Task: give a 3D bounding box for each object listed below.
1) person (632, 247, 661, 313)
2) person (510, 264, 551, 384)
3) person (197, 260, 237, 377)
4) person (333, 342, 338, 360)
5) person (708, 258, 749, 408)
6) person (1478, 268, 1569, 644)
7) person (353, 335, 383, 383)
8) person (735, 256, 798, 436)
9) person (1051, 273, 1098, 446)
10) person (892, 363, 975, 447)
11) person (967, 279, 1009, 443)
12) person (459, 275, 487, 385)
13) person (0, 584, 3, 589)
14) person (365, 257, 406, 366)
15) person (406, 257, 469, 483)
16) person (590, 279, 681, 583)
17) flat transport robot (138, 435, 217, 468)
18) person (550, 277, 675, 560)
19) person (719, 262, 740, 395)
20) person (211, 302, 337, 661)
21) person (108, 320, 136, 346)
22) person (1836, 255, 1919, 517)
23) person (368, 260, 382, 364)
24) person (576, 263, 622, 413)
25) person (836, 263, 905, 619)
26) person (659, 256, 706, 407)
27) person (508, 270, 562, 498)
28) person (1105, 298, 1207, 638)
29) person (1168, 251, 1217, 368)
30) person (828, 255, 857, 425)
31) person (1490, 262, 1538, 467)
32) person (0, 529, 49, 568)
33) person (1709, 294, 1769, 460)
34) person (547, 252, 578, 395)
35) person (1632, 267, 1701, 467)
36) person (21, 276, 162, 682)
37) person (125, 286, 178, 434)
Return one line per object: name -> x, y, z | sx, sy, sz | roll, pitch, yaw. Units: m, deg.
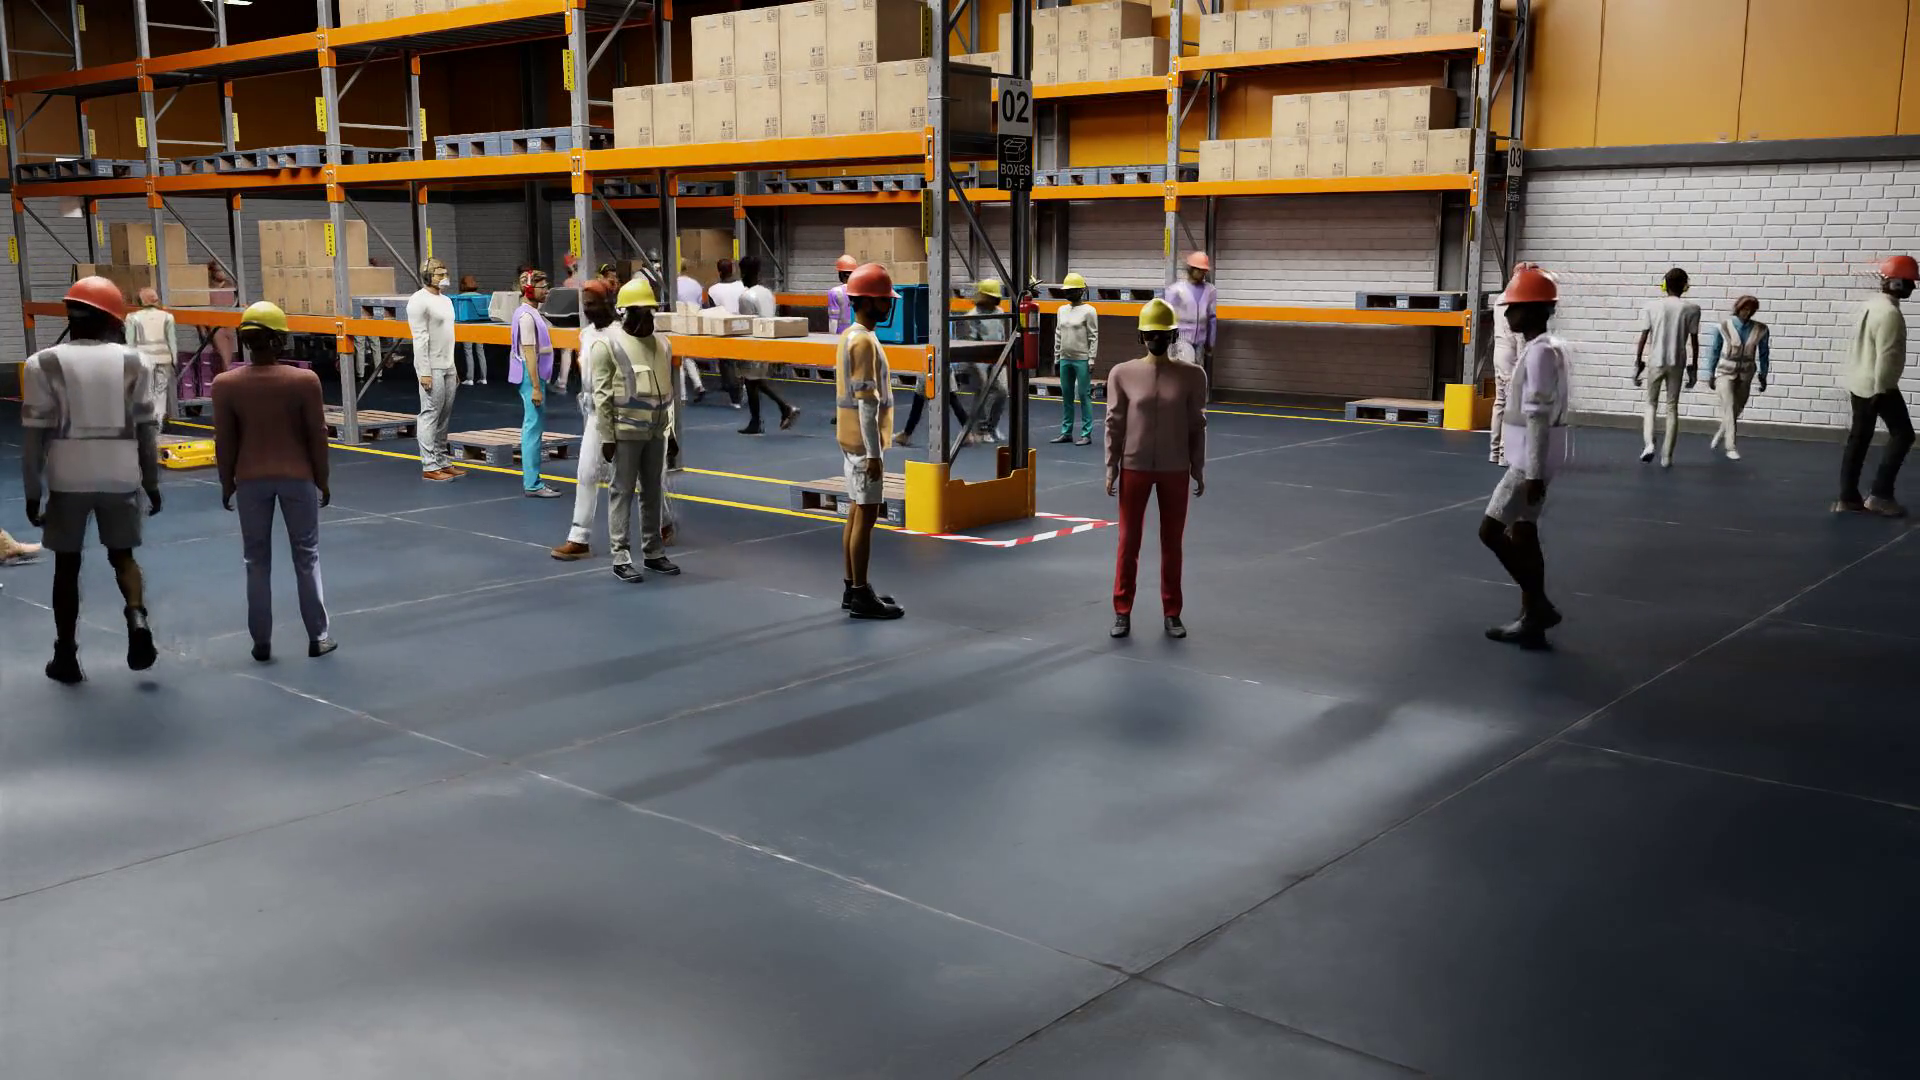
person -> -4.613, -3.412, 25.206 | 0.535, 2.000, 0.687 | 6, 12, 32
person -> -6.269, -3.151, 24.482 | 0.735, 1.782, 0.977 | 1, 10, 5
person -> -10.046, -2.872, 22.667 | 0.983, 1.866, 0.652 | 7, 12, 37
person -> -11.239, -4.083, 30.193 | 0.497, 1.632, 0.289 | 4, 11, 19
person -> -2.843, -2.588, 20.923 | 0.629, 1.896, 0.572 | -3, 10, -18
person -> 2.852, -0.404, 8.422 | 0.410, 1.917, 0.564 | 4, 11, 21
person -> -8.983, -3.284, 25.068 | 0.587, 1.834, 0.403 | -6, 12, -30
person -> -2.128, -2.070, 17.858 | 0.561, 1.945, 0.601 | 4, 11, 22
person -> 1.173, -1.853, 17.116 | 0.535, 1.767, 0.315 | 9, 14, 43
person -> -0.268, -1.753, 16.882 | 0.925, 1.645, 0.536 | 4, 11, 22
person -> 0.288, -1.841, 17.192 | 0.517, 1.703, 0.453 | -7, 12, -35
person -> -7.246, -3.110, 24.678 | 0.284, 1.624, 0.494 | 7, 12, 36
person -> -5.922, -0.514, 9.847 | 0.307, 1.639, 0.525 | -7, 12, -34
person -> -10.080, -3.923, 28.622 | 0.927, 1.863, 0.661 | -1, 10, -5
person -> -4.546, -1.475, 14.470 | 0.372, 1.940, 0.631 | 1, 10, 7
person -> -1.959, -0.670, 10.179 | 0.404, 1.837, 0.587 | 8, 13, 38
flat transport robot -> -7.521, -0.850, 15.658 | 1.431, 0.197, 0.652 | 5, 11, 28
person -> -2.264, -0.808, 10.976 | 0.599, 1.843, 1.000 | 8, 13, 39
person -> -3.221, -2.949, 23.099 | 0.552, 1.869, 0.987 | -3, 10, -18
person -> -3.373, -0.284, 8.197 | 0.523, 1.763, 0.329 | -2, 10, -13
person -> -11.924, -2.988, 23.574 | 0.898, 1.778, 0.619 | -3, 10, -18
person -> 7.007, -1.156, 12.583 | 0.612, 1.967, 0.611 | 1, 10, 6
person -> -10.228, -4.040, 29.357 | 0.350, 1.856, 0.720 | 4, 11, 21
person -> -4.219, -2.327, 19.609 | 0.539, 1.848, 0.502 | 5, 11, 25
person -> -0.493, -0.538, 9.134 | 0.356, 1.936, 0.551 | -2, 10, -11
person -> -3.568, -2.651, 21.205 | 0.442, 1.922, 0.638 | 7, 12, 34
person -> -3.478, -1.262, 13.528 | 0.381, 1.841, 0.570 | -3, 10, -15
person -> 1.015, -0.361, 8.618 | 0.529, 1.767, 0.329 | 0, 10, 3
person -> 2.638, -2.358, 19.361 | 0.655, 2.002, 0.919 | -4, 11, -20
person -> -1.283, -2.285, 19.070 | 0.547, 1.942, 0.351 | -7, 12, -34
person -> 5.154, -1.612, 15.388 | 0.401, 1.895, 0.651 | 0, 10, -3
person -> -6.108, -0.771, 10.244 | 0.814, 2.010, 0.631 | -7, 12, -34
person -> 7.561, -1.605, 16.228 | 0.523, 1.593, 0.806 | 1, 10, 7
person -> -5.328, -2.973, 22.922 | 0.914, 1.953, 0.639 | 6, 12, 32
person -> 6.555, -1.597, 15.452 | 0.558, 1.843, 0.444 | 4, 11, 22
person -> -4.021, -0.266, 7.722 | 0.604, 1.895, 0.587 | -8, 13, -38
person -> -8.614, -1.900, 17.794 | 0.524, 1.614, 0.621 | -9, 14, -43
